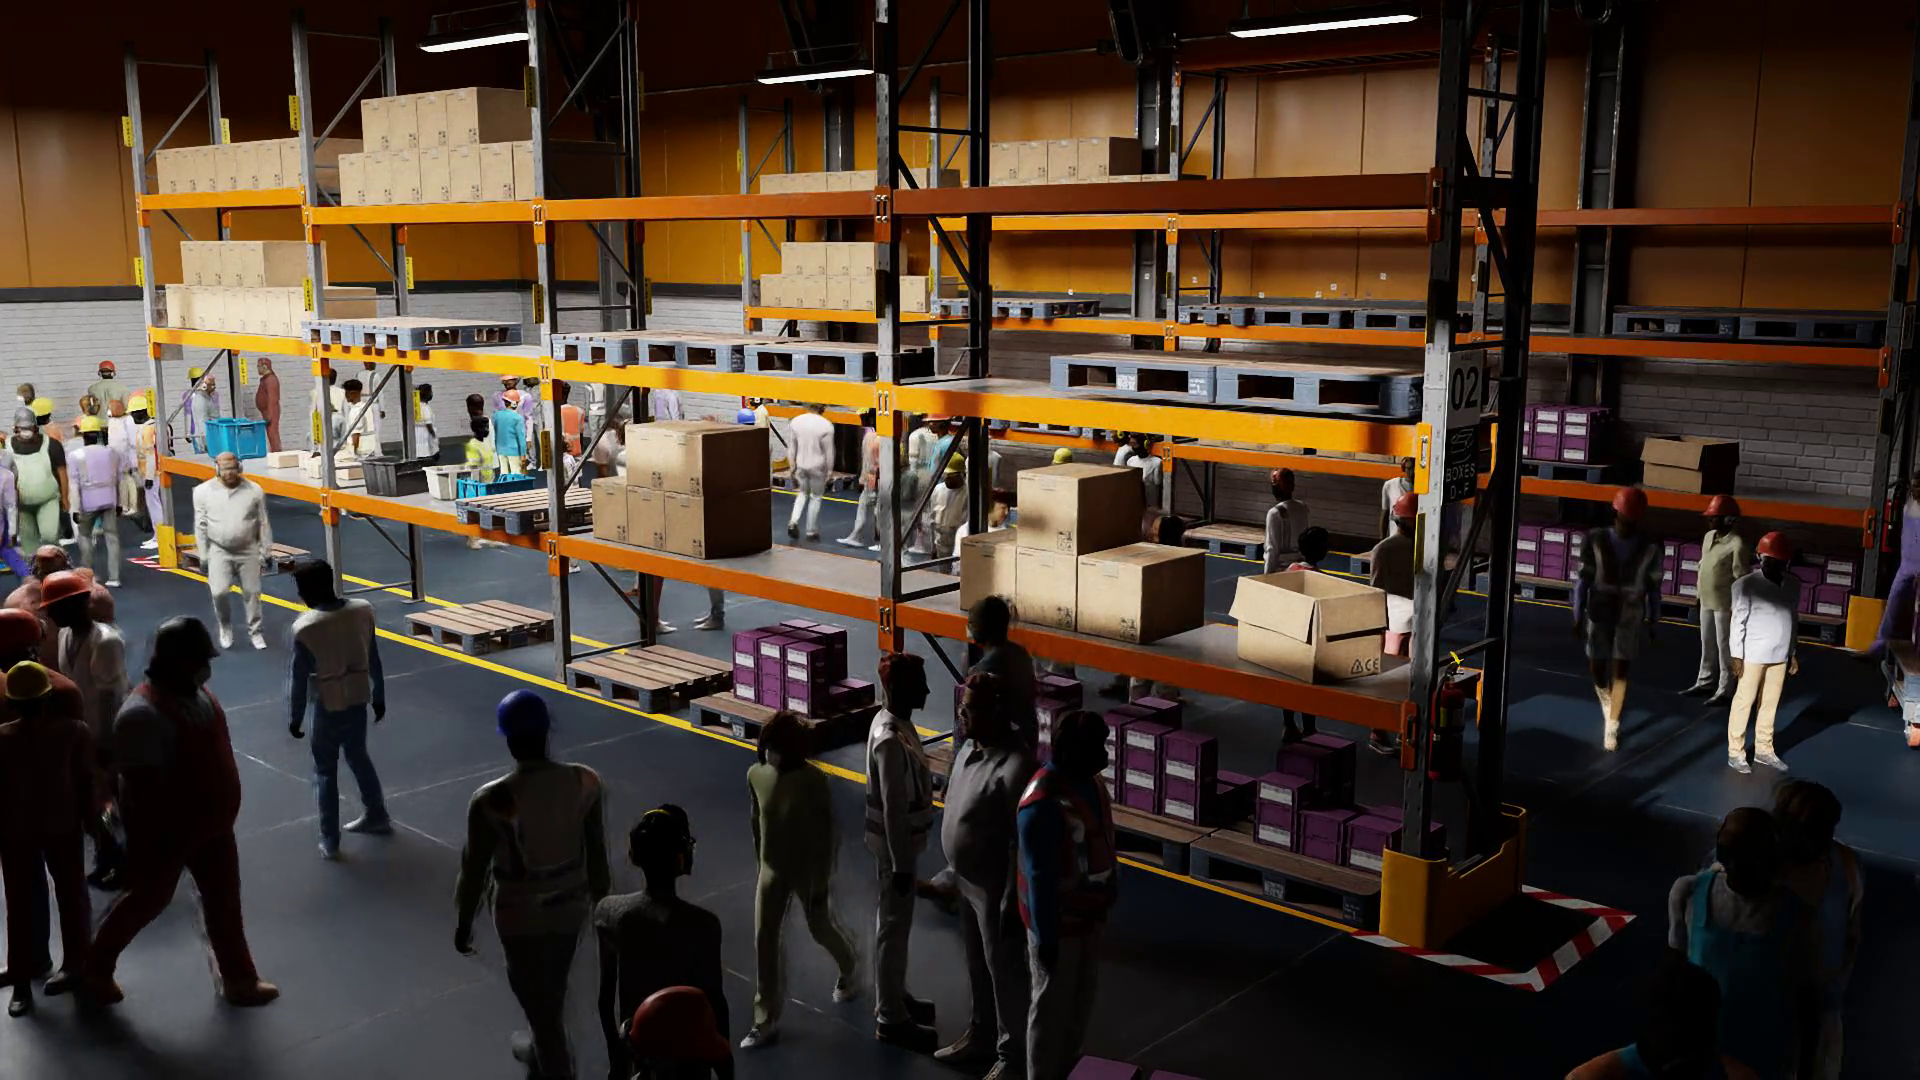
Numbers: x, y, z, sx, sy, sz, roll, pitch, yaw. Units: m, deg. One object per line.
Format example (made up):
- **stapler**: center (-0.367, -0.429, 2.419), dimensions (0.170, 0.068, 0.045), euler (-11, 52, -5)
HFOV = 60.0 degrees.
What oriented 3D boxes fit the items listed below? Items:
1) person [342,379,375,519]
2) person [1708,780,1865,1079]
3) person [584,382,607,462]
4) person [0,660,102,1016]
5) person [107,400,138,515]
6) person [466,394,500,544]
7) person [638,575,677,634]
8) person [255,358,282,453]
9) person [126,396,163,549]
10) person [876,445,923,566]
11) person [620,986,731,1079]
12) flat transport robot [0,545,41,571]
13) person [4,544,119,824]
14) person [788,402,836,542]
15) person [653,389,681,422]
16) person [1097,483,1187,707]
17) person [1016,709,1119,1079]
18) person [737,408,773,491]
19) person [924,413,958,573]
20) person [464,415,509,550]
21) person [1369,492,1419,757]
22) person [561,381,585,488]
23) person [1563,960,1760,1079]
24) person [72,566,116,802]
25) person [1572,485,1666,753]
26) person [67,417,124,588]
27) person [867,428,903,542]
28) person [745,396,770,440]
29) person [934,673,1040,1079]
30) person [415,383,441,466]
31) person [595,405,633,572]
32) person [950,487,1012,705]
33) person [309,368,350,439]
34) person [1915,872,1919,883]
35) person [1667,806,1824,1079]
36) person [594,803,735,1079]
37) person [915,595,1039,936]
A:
- **person**: center (-8.316, -1.261, 23.075), dimensions (0.372, 1.950, 0.624), euler (0, 10, -2)
- **person**: center (3.133, 1.779, 6.313), dimensions (0.636, 1.790, 0.954), euler (0, 10, -2)
- **person**: center (-6.406, -2.194, 29.238), dimensions (0.313, 1.636, 0.517), euler (6, 12, 32)
- **person**: center (-4.548, 1.453, 8.250), dimensions (0.526, 1.769, 0.328), euler (-6, 12, -32)
- **person**: center (-11.820, -1.163, 23.413), dimensions (0.498, 1.634, 0.278), euler (7, 12, 33)
- **person**: center (-6.061, -0.910, 21.201), dimensions (0.383, 1.911, 0.591), euler (-3, 10, -16)
- **person**: center (-3.002, -0.023, 16.214), dimensions (0.409, 1.907, 0.598), euler (-6, 12, -30)
- **person**: center (-11.684, -2.129, 28.110), dimensions (0.403, 1.906, 0.651), euler (-4, 11, -21)
- **person**: center (-10.181, -0.851, 20.863), dimensions (0.399, 1.913, 0.595), euler (-5, 11, -26)
- **person**: center (-0.651, -0.203, 17.851), dimensions (0.491, 1.683, 0.940), euler (-7, 12, -35)
- **person**: center (-0.811, 2.091, 4.720), dimensions (0.354, 1.740, 0.569), euler (-1, 10, -7)
- **flat transport robot**: center (-11.273, 0.261, 19.215), dimensions (1.431, 0.197, 0.652), euler (-8, 13, -39)
- **person**: center (-5.862, 0.931, 10.915), dimensions (0.657, 1.878, 0.495), euler (-2, 10, -13)
- **person**: center (-1.869, -0.906, 21.205), dimensions (0.652, 1.912, 0.419), euler (5, 11, 26)
- **person**: center (-4.399, -1.627, 25.152), dimensions (0.389, 1.949, 0.603), euler (-8, 13, -38)
- **person**: center (1.548, 0.426, 13.748), dimensions (0.788, 1.919, 0.361), euler (7, 12, 36)
- **person**: center (0.468, 1.617, 7.163), dimensions (0.430, 1.836, 0.623), euler (5, 11, 27)
- **person**: center (-2.385, -0.525, 18.930), dimensions (0.402, 1.944, 0.605), euler (9, 14, 43)
- **person**: center (-0.207, -0.499, 18.504), dimensions (0.391, 2.040, 0.615), euler (-1, 10, -5)
- **person**: center (-5.957, -0.705, 20.677), dimensions (0.512, 1.676, 0.619), euler (2, 10, 12)
- **person**: center (3.299, 0.619, 12.357), dimensions (0.617, 1.986, 0.408), euler (-6, 12, -31)
- **person**: center (-5.348, -1.174, 22.540), dimensions (0.367, 1.966, 0.604), euler (7, 12, 35)
- **person**: center (1.921, 2.065, 4.509), dimensions (0.588, 1.860, 1.012), euler (0, 10, -1)
- **person**: center (-5.958, 0.989, 11.265), dimensions (0.313, 1.634, 0.514), euler (-7, 12, -33)
- **person**: center (5.013, 0.547, 12.688), dimensions (0.617, 2.013, 0.902), euler (4, 11, 22)
- **person**: center (-9.620, -0.421, 18.474), dimensions (0.815, 1.894, 0.609), euler (8, 13, 39)
- **person**: center (-0.917, -0.910, 21.184), dimensions (0.390, 1.923, 0.549), euler (10, 14, 43)
- **person**: center (-2.956, -1.379, 24.347), dimensions (0.350, 1.739, 0.575), euler (-2, 10, -13)
- **person**: center (0.118, 1.524, 7.450), dimensions (0.407, 1.910, 0.639), euler (-4, 11, -22)
- **person**: center (-8.118, -1.557, 25.497), dimensions (0.530, 1.686, 0.554), euler (-3, 10, -14)
- **person**: center (-3.803, -0.593, 19.043), dimensions (0.690, 2.000, 0.964), euler (-4, 11, -21)
- **person**: center (0.186, 0.493, 13.460), dimensions (0.624, 1.853, 0.446), euler (-6, 12, -29)
- **person**: center (-9.774, -1.727, 25.877), dimensions (0.590, 1.895, 0.552), euler (-1, 10, -6)
- **person**: center (5.863, 1.186, 9.571), dimensions (0.404, 1.833, 0.591), euler (-1, 10, -4)
- **person**: center (2.792, 1.824, 5.993), dimensions (0.536, 1.834, 0.471), euler (8, 13, 38)
- **person**: center (-1.012, 1.829, 5.830), dimensions (0.510, 1.872, 0.328), euler (3, 10, 16)
- **person**: center (0.098, 1.234, 9.128), dimensions (1.011, 1.887, 0.653), euler (4, 11, 21)
